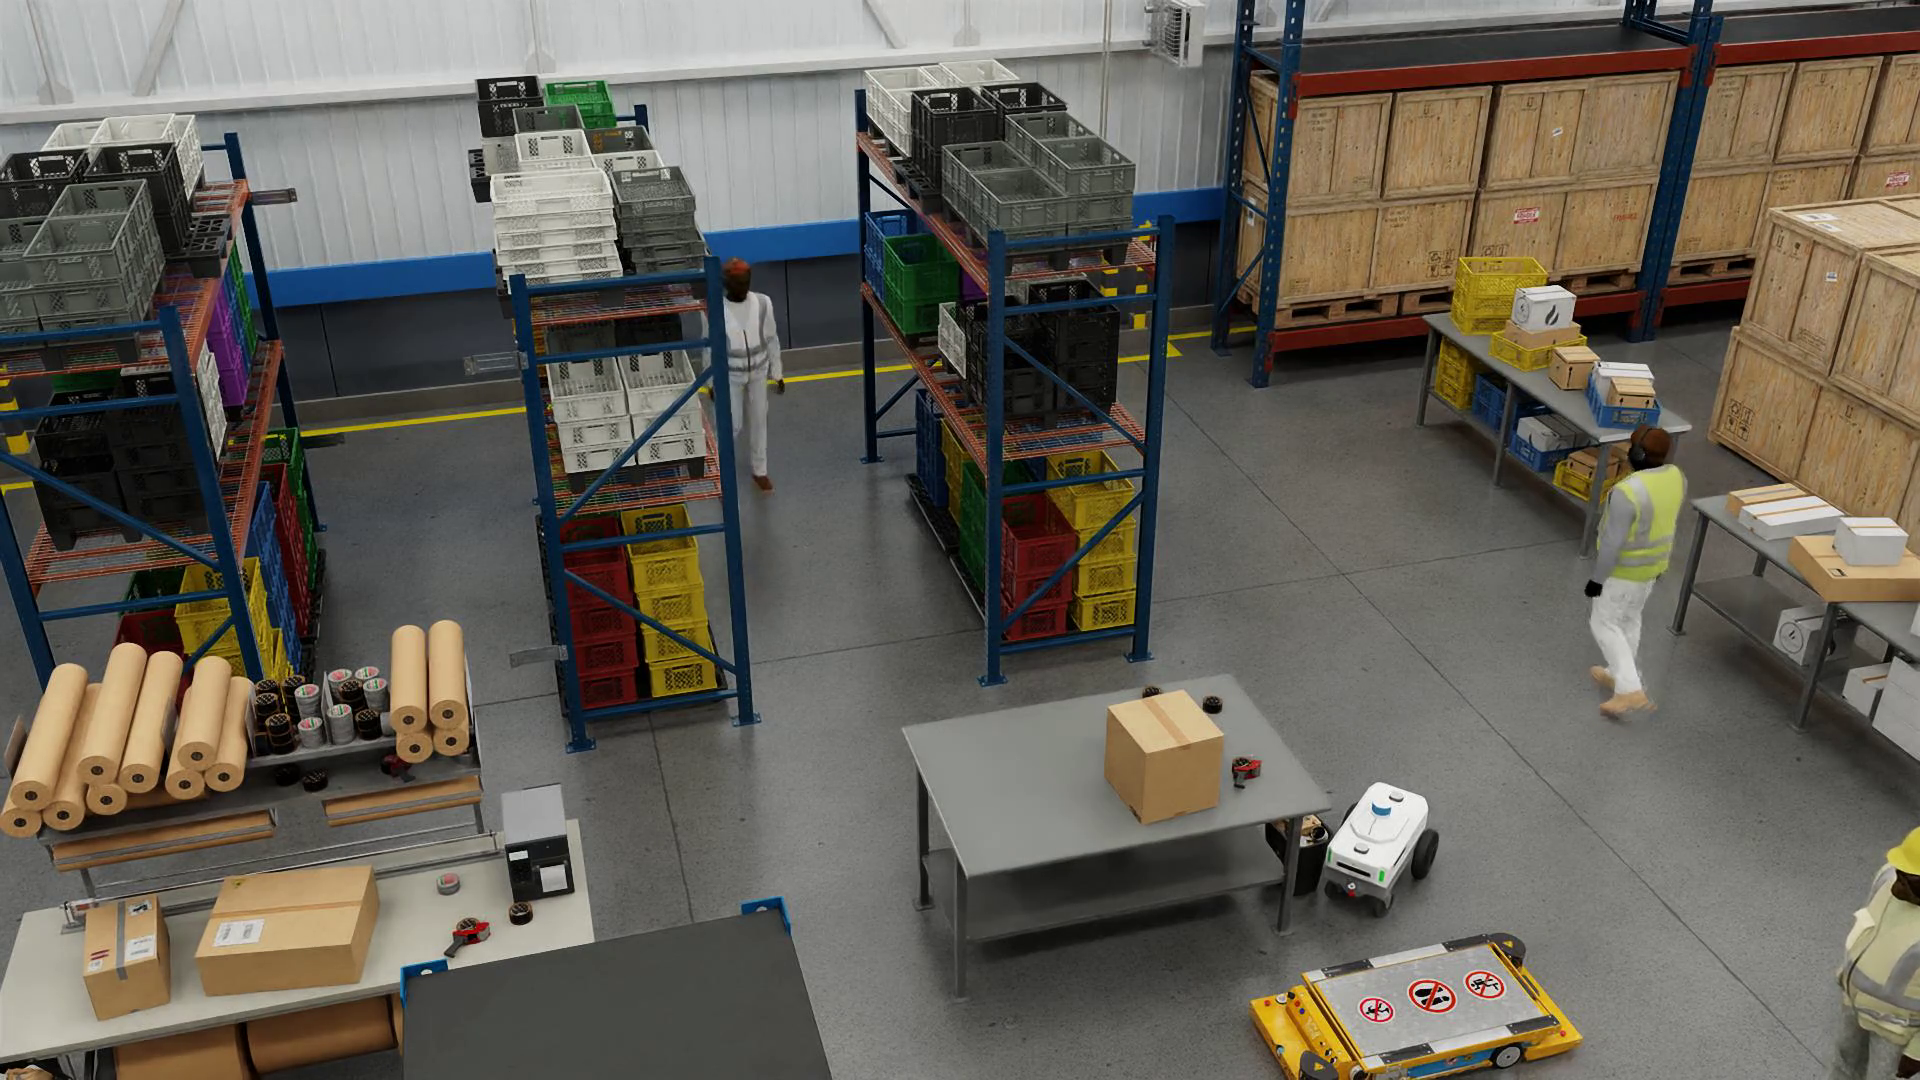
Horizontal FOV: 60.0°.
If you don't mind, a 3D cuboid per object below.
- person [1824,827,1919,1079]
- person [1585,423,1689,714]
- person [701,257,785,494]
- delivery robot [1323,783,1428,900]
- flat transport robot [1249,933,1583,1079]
[{"bbox_3d":[3.886,1.944,6.984,0.404,1.834,0.591,-2,29,-3],"label":"person"},{"bbox_3d":[4.188,0.185,10.211,0.677,1.813,0.631,-18,34,-30],"label":"person"},{"bbox_3d":[-1.672,-1.273,12.806,0.598,1.868,0.536,-14,32,-24],"label":"person"},{"bbox_3d":[2.220,1.589,8.856,0.477,0.478,0.707,17,33,29],"label":"delivery robot"},{"bbox_3d":[2.184,2.282,7.980,1.431,0.197,0.652,-8,30,-14],"label":"flat transport robot"}]
